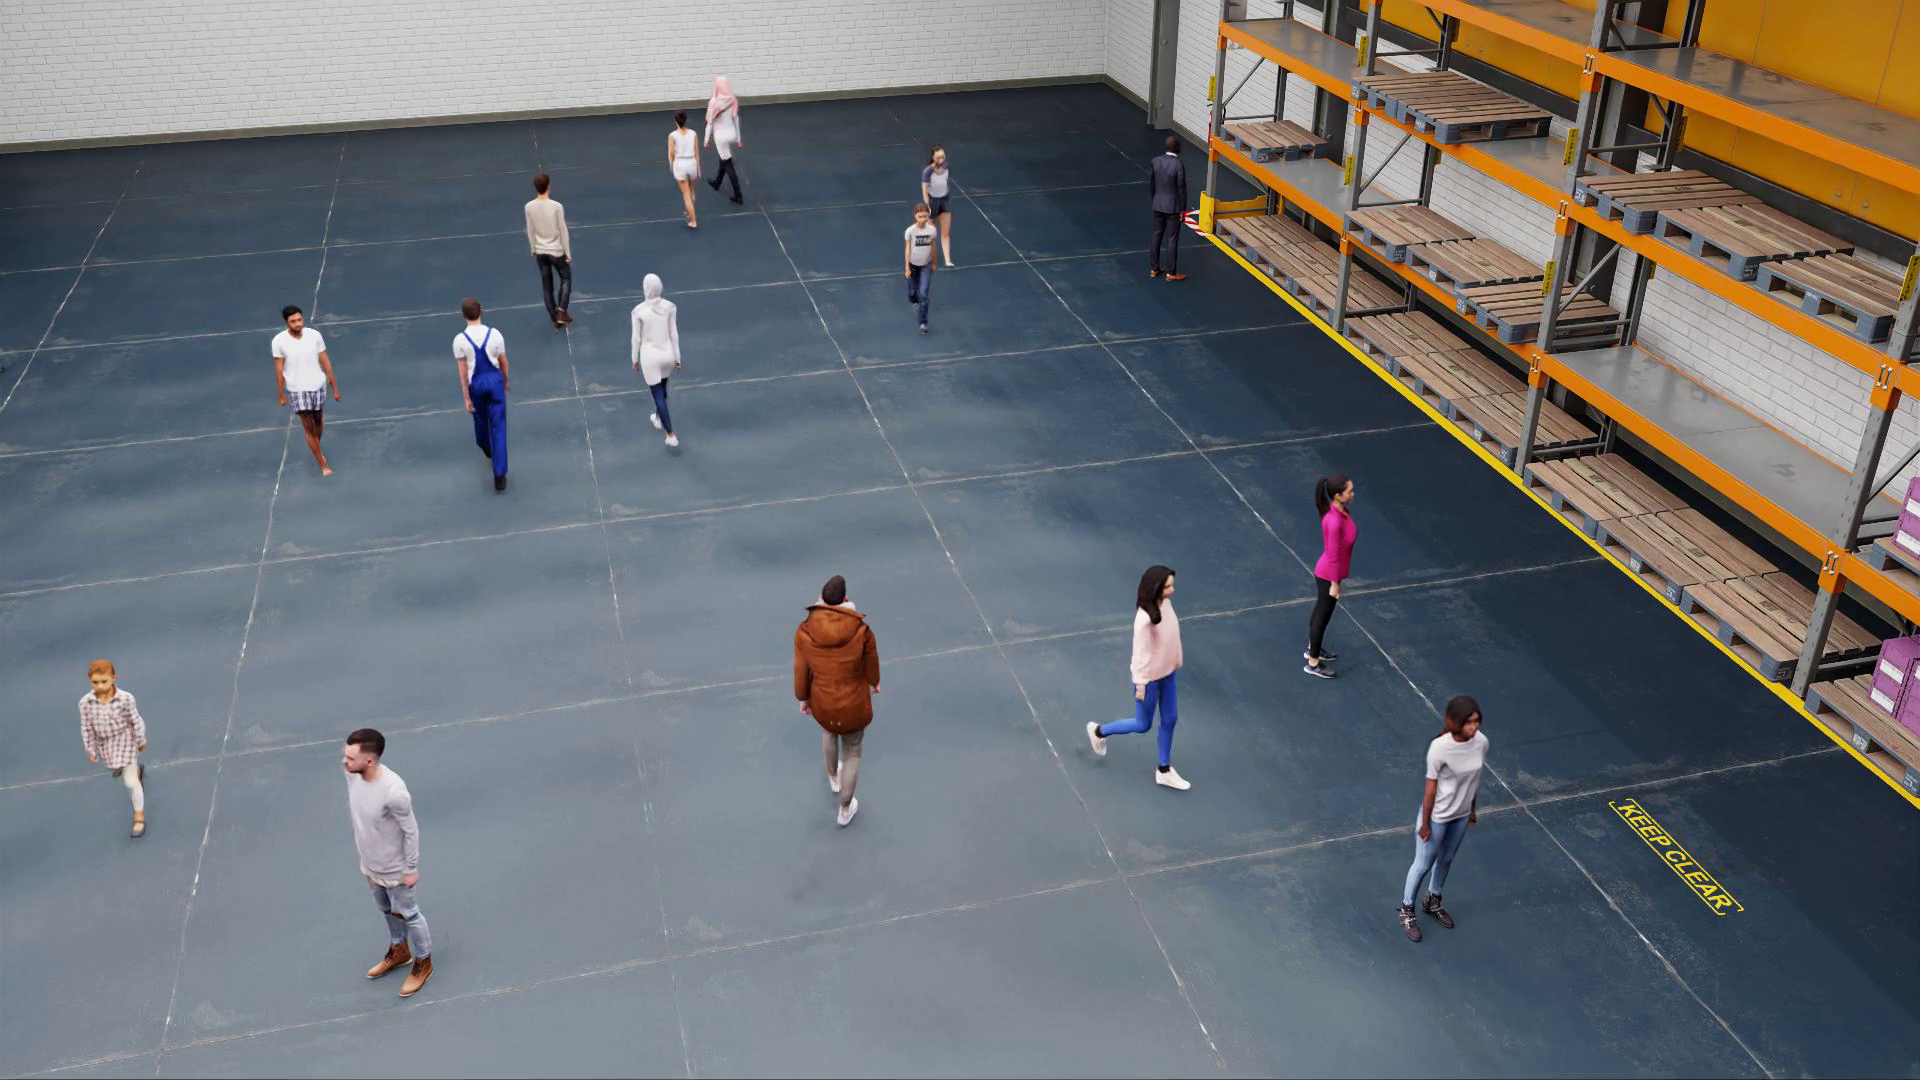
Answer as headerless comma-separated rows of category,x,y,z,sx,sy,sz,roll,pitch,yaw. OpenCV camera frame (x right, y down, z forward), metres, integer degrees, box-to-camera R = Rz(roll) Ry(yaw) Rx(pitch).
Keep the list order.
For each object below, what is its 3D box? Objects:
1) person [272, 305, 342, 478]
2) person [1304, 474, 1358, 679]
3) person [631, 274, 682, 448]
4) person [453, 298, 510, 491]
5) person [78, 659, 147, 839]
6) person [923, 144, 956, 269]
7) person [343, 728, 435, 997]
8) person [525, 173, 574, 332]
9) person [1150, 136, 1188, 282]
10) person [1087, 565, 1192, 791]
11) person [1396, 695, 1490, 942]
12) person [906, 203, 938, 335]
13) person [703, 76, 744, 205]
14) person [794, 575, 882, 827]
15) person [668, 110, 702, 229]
person,-6.360,-1.490,16.148,0.940,1.691,1.170,-20,34,-32
person,2.872,0.253,12.945,0.741,1.699,0.652,7,29,12
person,-2.999,-1.751,16.577,0.797,1.738,1.176,-14,31,-23
person,-4.483,-1.346,15.777,0.634,1.794,1.221,-8,30,-14
person,-5.748,1.350,11.357,0.576,1.293,0.898,-5,29,-9
person,-0.335,-4.306,21.420,0.753,1.587,1.120,-16,33,-27
person,-3.390,1.866,9.842,0.741,1.838,0.826,19,34,31
person,-4.781,-3.309,19.307,0.755,1.859,0.718,3,29,5
person,2.623,-4.187,20.954,0.851,1.824,0.720,-25,37,-38
person,1.279,0.936,11.642,1.156,1.747,1.051,18,34,30
person,3.000,1.696,10.279,0.611,1.719,0.564,-12,31,-21
person,-0.481,-3.242,19.538,0.642,1.521,1.080,-3,29,-6
person,-3.298,-5.667,23.729,1.209,1.766,1.023,24,36,36
person,-0.828,1.134,11.215,0.901,1.809,1.003,6,29,10
person,-3.738,-5.063,22.794,0.673,1.599,0.895,-14,32,-24
